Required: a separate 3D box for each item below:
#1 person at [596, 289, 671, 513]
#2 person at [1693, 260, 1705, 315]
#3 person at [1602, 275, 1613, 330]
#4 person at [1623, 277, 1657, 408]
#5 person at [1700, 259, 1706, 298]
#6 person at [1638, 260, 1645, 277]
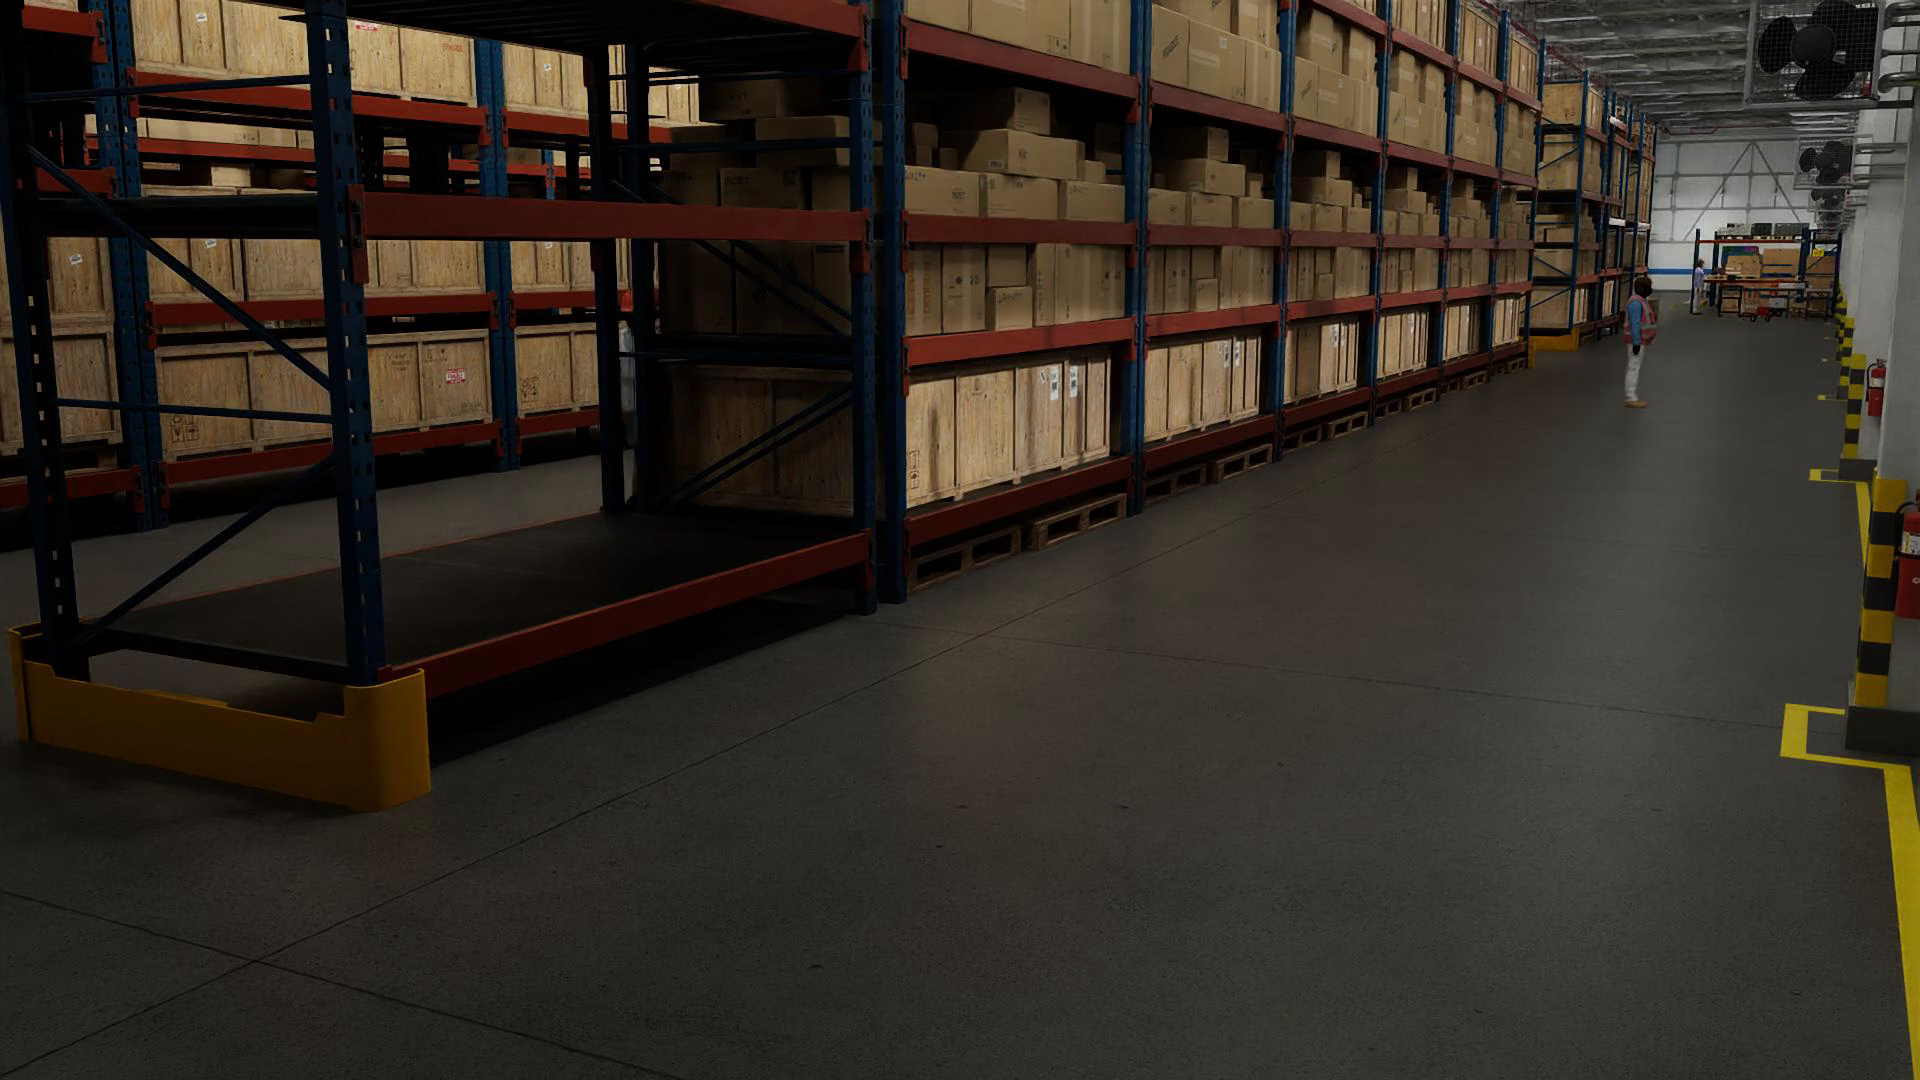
[{"bbox_3d":[-2.651,-1.097,13.597,0.552,1.885,1.008,3,10,19],"label":"person"},{"bbox_3d":[25.863,-8.835,58.221,0.368,1.939,0.633,5,11,27],"label":"person"},{"bbox_3d":[18.280,-6.727,46.879,0.307,1.640,0.519,5,11,27],"label":"person"},{"bbox_3d":[9.581,-2.782,23.461,0.429,1.843,0.629,5,11,27],"label":"person"},{"bbox_3d":[35.516,-12.532,79.792,0.550,1.876,0.871,-1,10,-4],"label":"person"},{"bbox_3d":[33.705,-12.974,82.183,0.368,1.939,0.633,5,11,27],"label":"person"}]
